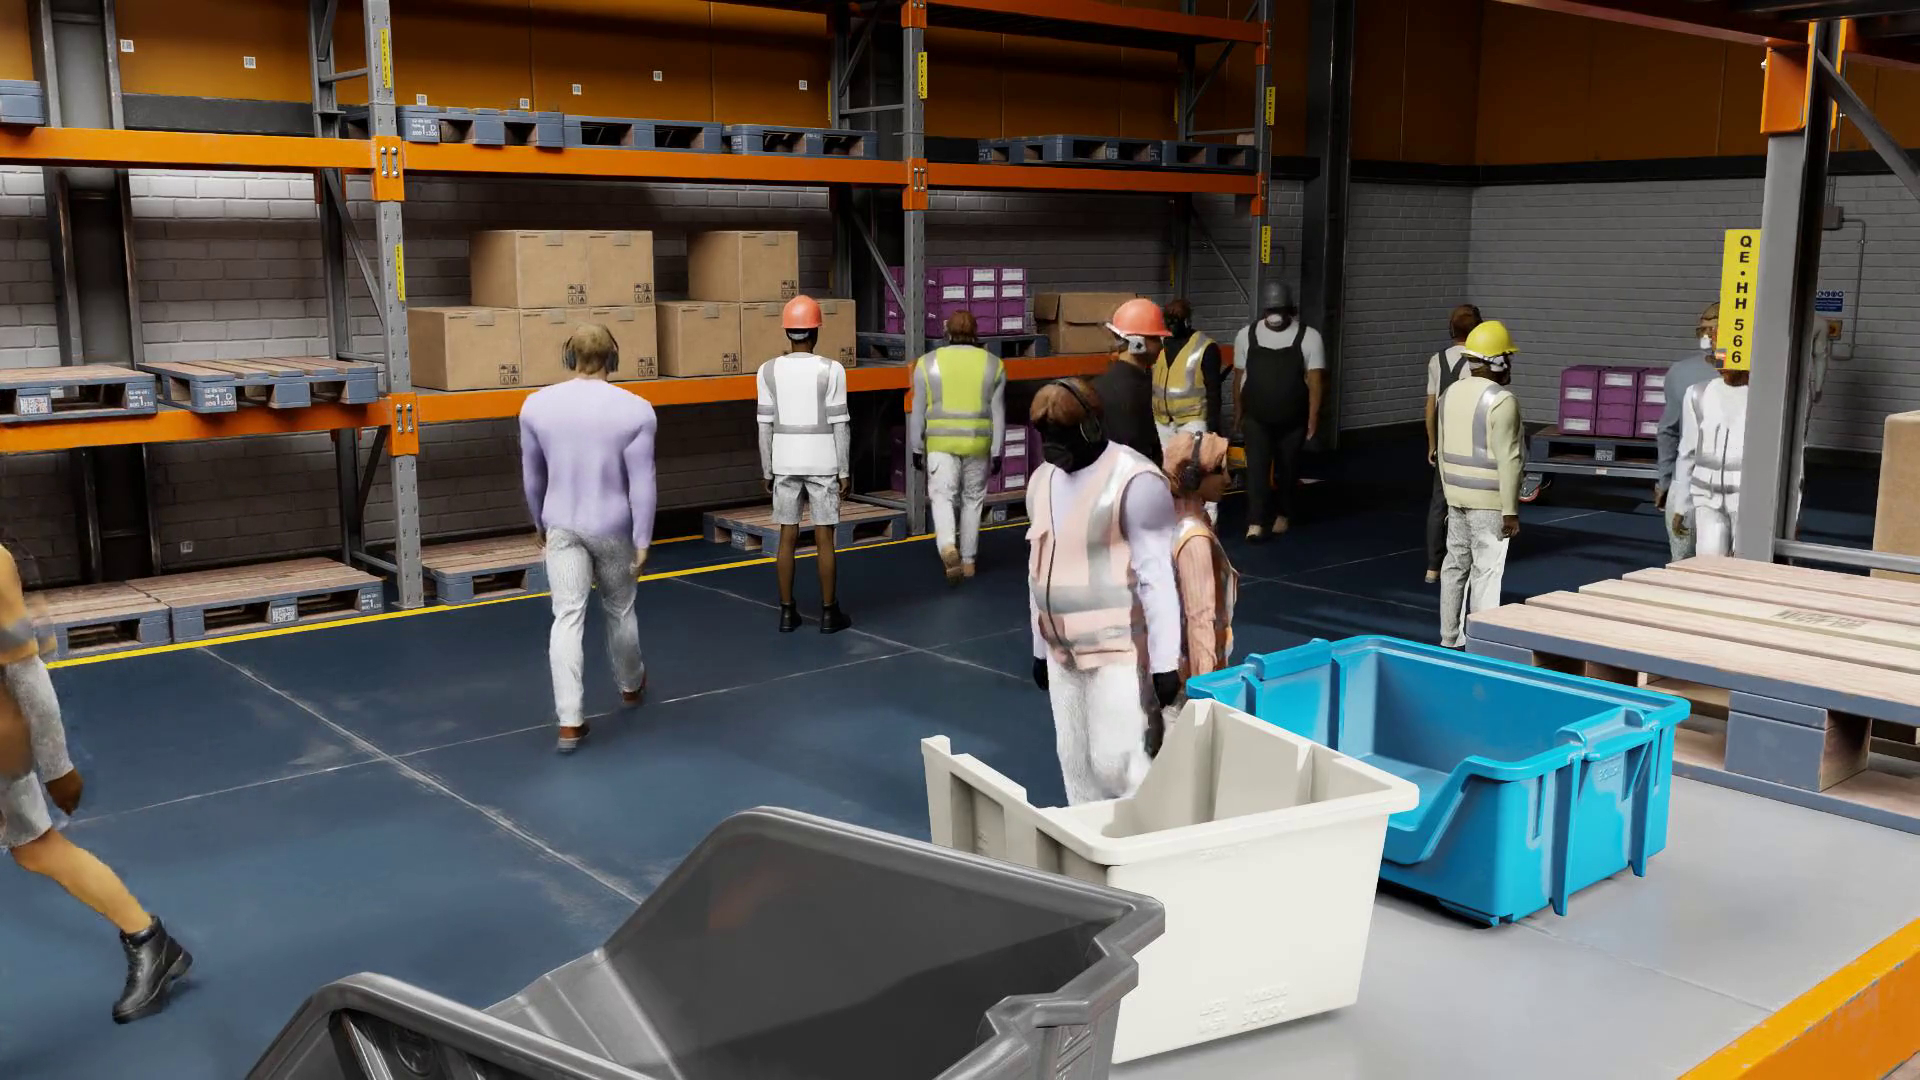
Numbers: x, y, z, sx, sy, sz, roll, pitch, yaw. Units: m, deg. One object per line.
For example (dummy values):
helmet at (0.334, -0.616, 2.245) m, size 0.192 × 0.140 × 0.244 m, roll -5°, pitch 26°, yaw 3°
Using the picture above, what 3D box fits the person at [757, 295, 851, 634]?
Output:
person at (-0.883, -0.425, 9.546) m, size 0.543 × 1.943 × 0.355 m, roll 2°, pitch 10°, yaw 11°

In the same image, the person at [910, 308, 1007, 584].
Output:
person at (-0.009, -0.610, 10.952) m, size 0.630 × 1.820 × 0.794 m, roll -1°, pitch 10°, yaw -4°

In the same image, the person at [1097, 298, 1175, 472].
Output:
person at (0.767, -0.186, 8.128) m, size 0.545 × 1.979 × 0.615 m, roll 1°, pitch 10°, yaw 5°

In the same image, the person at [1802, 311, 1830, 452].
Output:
person at (7.524, -1.410, 15.124) m, size 0.648 × 1.919 × 0.467 m, roll 4°, pitch 11°, yaw 19°

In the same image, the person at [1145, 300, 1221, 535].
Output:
person at (1.678, -0.931, 12.762) m, size 0.650 × 1.819 × 0.440 m, roll 8°, pitch 13°, yaw 39°

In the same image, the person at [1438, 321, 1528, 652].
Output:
person at (2.743, -0.224, 8.719) m, size 0.403 × 1.837 × 0.591 m, roll -4°, pitch 11°, yaw -19°

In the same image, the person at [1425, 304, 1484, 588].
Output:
person at (3.275, -0.609, 10.845) m, size 0.337 × 1.846 × 0.514 m, roll -8°, pitch 13°, yaw -37°

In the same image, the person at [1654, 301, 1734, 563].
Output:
person at (3.946, -0.277, 8.725) m, size 0.378 × 1.940 × 0.629 m, roll -8°, pitch 13°, yaw -37°

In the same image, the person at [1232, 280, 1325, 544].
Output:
person at (2.384, -1.007, 12.528) m, size 0.690 × 2.000 × 1.067 m, roll 2°, pitch 10°, yaw 14°

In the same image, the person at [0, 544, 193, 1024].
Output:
person at (-2.593, 0.525, 4.493) m, size 0.547 × 1.872 × 1.012 m, roll 8°, pitch 13°, yaw 40°

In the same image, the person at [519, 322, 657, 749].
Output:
person at (-1.680, -0.050, 7.625) m, size 0.639 × 1.885 × 1.031 m, roll 0°, pitch 10°, yaw -2°

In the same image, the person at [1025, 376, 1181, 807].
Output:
person at (0.499, 0.362, 5.512) m, size 0.578 × 1.813 × 0.676 m, roll -7°, pitch 12°, yaw -34°

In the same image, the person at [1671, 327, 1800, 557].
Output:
person at (3.945, -0.180, 8.429) m, size 0.610 × 1.855 × 0.594 m, roll -10°, pitch 14°, yaw -43°

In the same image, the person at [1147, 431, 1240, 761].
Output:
person at (0.740, 0.457, 5.460) m, size 0.308 × 1.636 × 0.524 m, roll -1°, pitch 10°, yaw -6°
